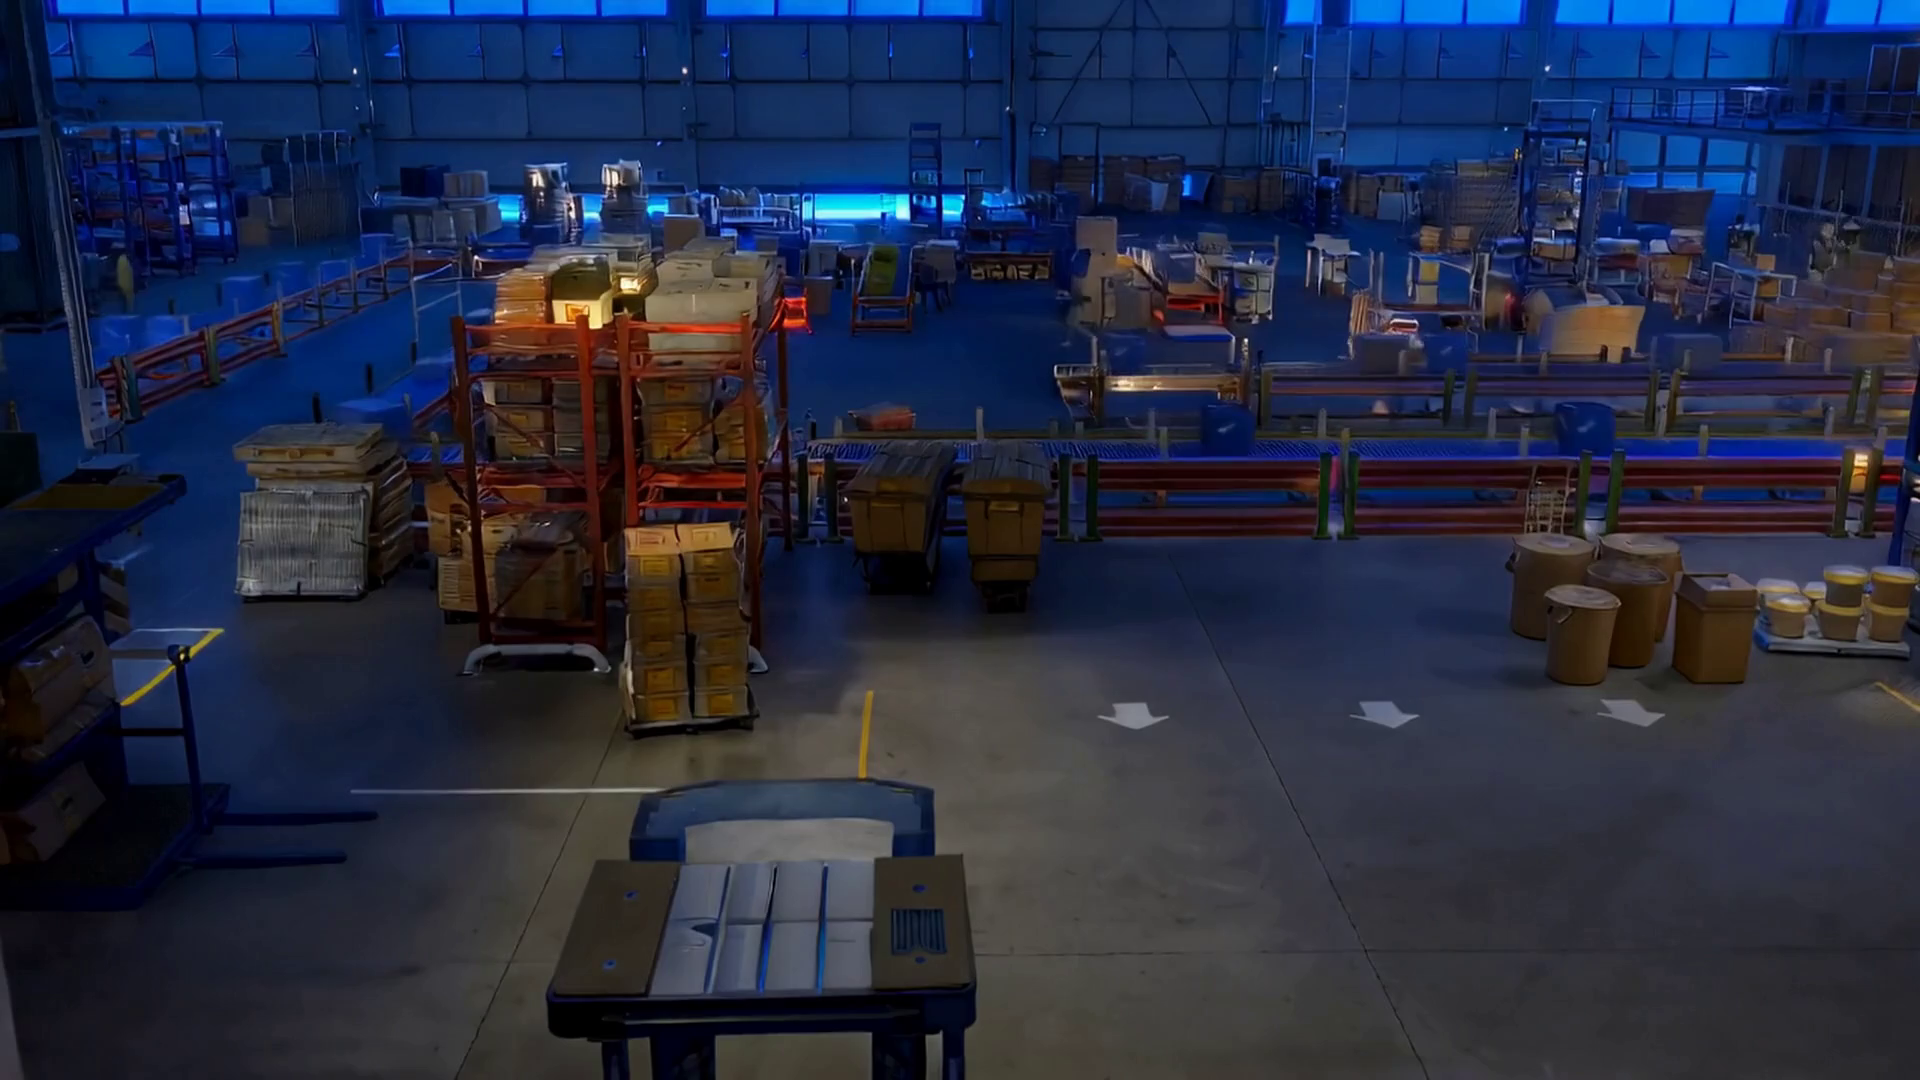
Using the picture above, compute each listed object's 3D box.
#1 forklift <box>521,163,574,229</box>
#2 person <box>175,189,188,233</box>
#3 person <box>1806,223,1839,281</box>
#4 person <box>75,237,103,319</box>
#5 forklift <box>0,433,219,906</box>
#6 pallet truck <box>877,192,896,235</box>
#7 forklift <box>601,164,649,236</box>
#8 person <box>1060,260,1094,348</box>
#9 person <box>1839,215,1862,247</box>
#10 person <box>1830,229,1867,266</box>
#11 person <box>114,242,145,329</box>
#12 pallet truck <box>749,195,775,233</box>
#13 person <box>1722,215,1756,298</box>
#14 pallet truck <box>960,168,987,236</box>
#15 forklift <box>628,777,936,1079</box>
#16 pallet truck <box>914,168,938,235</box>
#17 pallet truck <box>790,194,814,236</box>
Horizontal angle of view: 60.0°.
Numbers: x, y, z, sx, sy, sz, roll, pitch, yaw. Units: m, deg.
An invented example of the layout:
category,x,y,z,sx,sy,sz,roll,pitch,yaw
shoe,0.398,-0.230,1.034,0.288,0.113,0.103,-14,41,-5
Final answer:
category,x,y,z,sx,sy,sz,roll,pitch,yaw
forklift,-12.233,-10.122,49.298,1.157,1.987,2.680,0,16,-1
person,-21.807,-9.147,46.578,0.999,1.935,0.608,11,19,34
person,17.679,-5.521,34.031,0.568,1.891,0.957,2,16,7
person,-17.095,-5.007,32.422,0.568,1.792,0.954,2,16,6
forklift,-5.952,0.780,10.366,1.873,2.768,1.129,0,16,-1
pallet truck,-2.277,-9.986,50.594,0.653,1.274,1.630,0,16,-1
forklift,-9.948,-10.127,49.296,1.157,1.987,2.680,-1,16,-3
person,2.129,-4.262,30.144,0.608,1.613,0.510,6,17,19
person,20.124,-6.497,37.707,0.513,1.728,0.391,0,16,-1
person,17.158,-5.041,32.200,0.645,1.977,0.587,10,19,32
person,-16.056,-4.838,31.948,0.544,1.709,0.643,10,19,32
pallet truck,-6.051,-9.967,50.660,0.680,1.201,1.601,0,16,-1
person,17.116,-6.227,36.588,0.600,1.829,0.404,14,21,40
pallet truck,0.383,-10.230,50.206,0.823,1.965,1.885,-1,16,-3
forklift,-0.542,2.165,5.552,1.129,2.768,1.873,-1,16,-2
pallet truck,-0.989,-10.316,50.507,0.823,1.965,1.885,1,16,3
pallet truck,-4.814,-9.883,50.259,0.704,1.261,1.522,-1,16,-3
